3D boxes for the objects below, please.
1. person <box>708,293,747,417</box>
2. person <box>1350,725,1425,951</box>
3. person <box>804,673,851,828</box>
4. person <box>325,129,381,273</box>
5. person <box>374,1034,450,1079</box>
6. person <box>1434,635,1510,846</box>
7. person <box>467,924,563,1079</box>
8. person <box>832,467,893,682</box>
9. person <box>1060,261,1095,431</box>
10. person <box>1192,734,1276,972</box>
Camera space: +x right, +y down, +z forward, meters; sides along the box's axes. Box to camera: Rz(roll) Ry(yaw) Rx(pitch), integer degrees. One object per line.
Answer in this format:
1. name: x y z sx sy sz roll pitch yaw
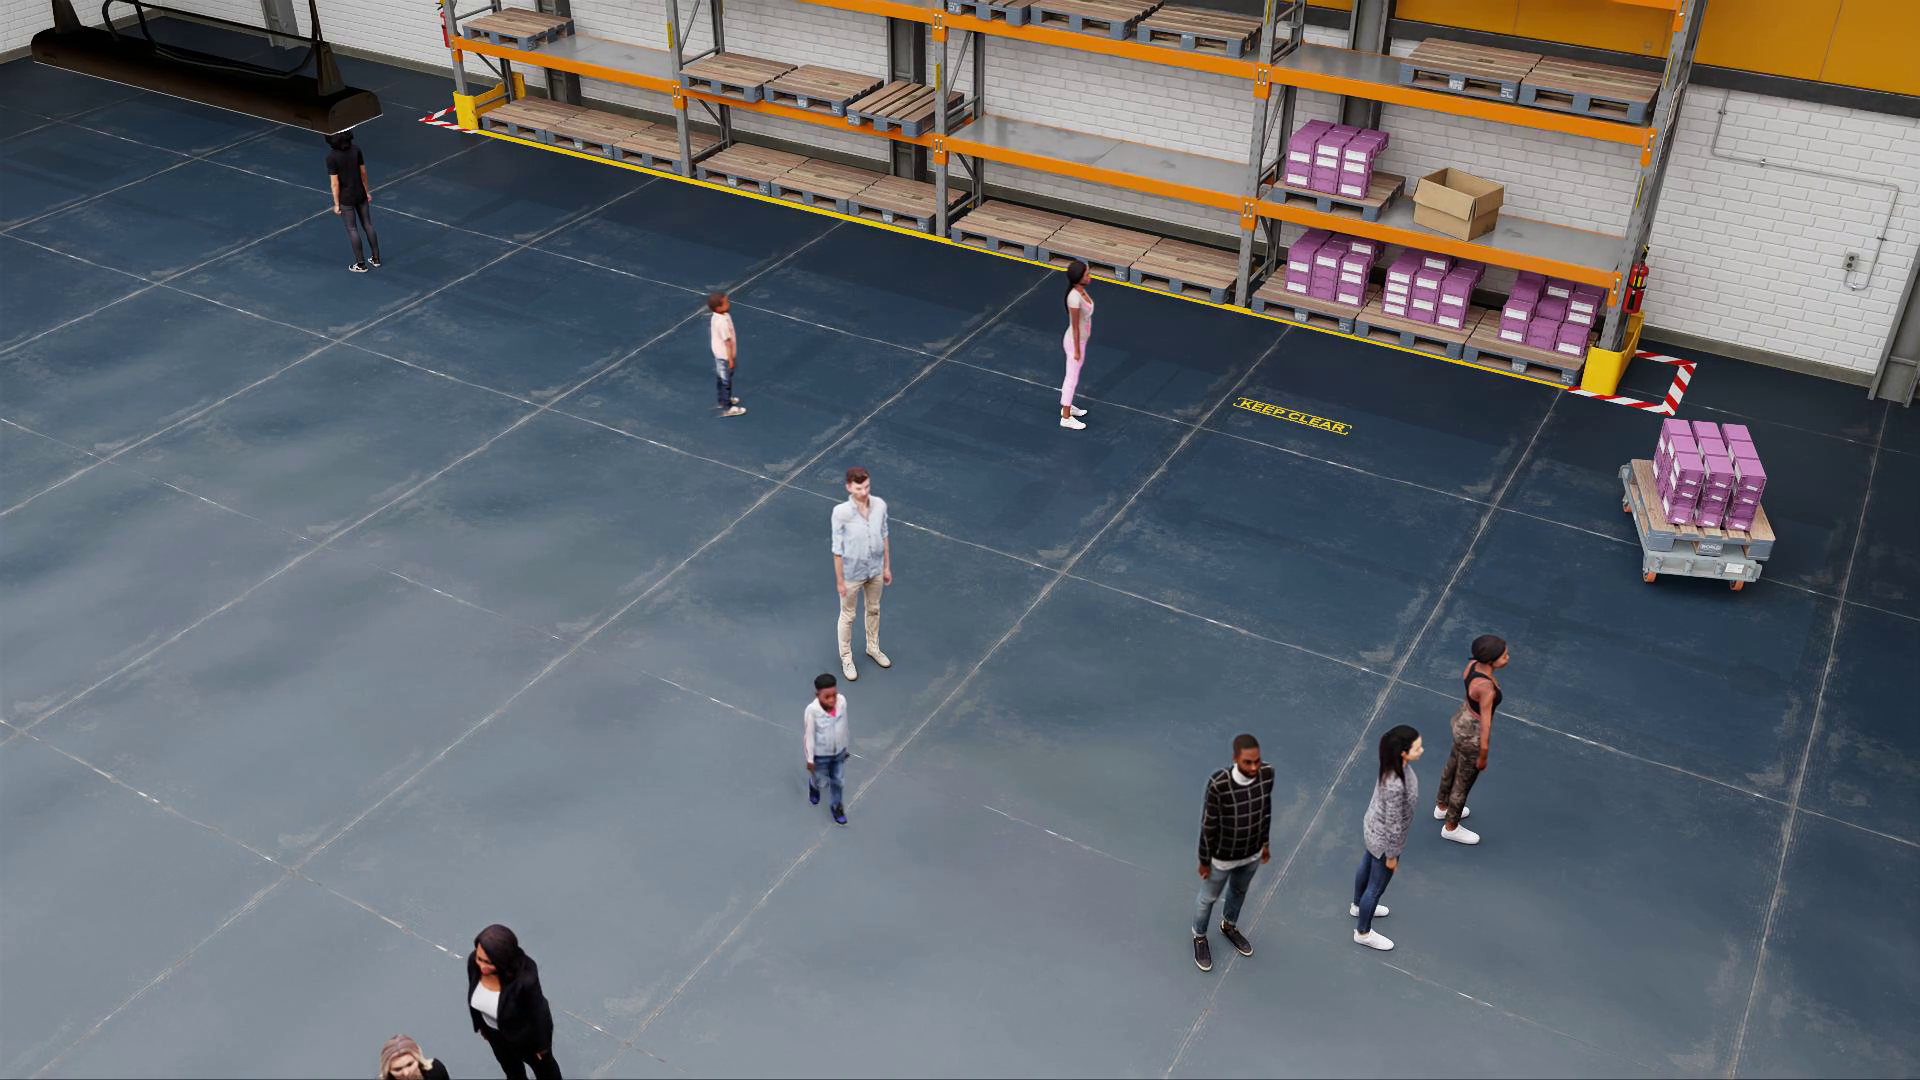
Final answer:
1. person: -2.384 -1.890 16.759 0.643 1.307 0.561 -13 36 -19
2. person: 2.734 1.875 10.710 0.656 1.733 0.679 4 34 6
3. person: -0.958 1.439 11.798 0.661 1.255 0.749 -15 36 -21
4. person: -7.147 -4.053 19.536 0.574 1.835 0.671 24 40 31
5. person: -2.819 3.205 8.751 0.682 1.686 0.672 -22 39 -29
6. person: 3.544 1.350 11.529 0.673 1.700 0.661 1 34 1
7. person: -2.530 2.756 9.494 0.613 1.611 0.736 12 35 17
8. person: -0.778 0.228 13.084 0.734 1.847 0.731 -18 38 -25
9. person: 1.146 -1.953 16.461 0.638 1.741 0.653 4 34 5
10. person: 1.731 1.934 10.543 0.738 1.820 0.772 -12 36 -18
